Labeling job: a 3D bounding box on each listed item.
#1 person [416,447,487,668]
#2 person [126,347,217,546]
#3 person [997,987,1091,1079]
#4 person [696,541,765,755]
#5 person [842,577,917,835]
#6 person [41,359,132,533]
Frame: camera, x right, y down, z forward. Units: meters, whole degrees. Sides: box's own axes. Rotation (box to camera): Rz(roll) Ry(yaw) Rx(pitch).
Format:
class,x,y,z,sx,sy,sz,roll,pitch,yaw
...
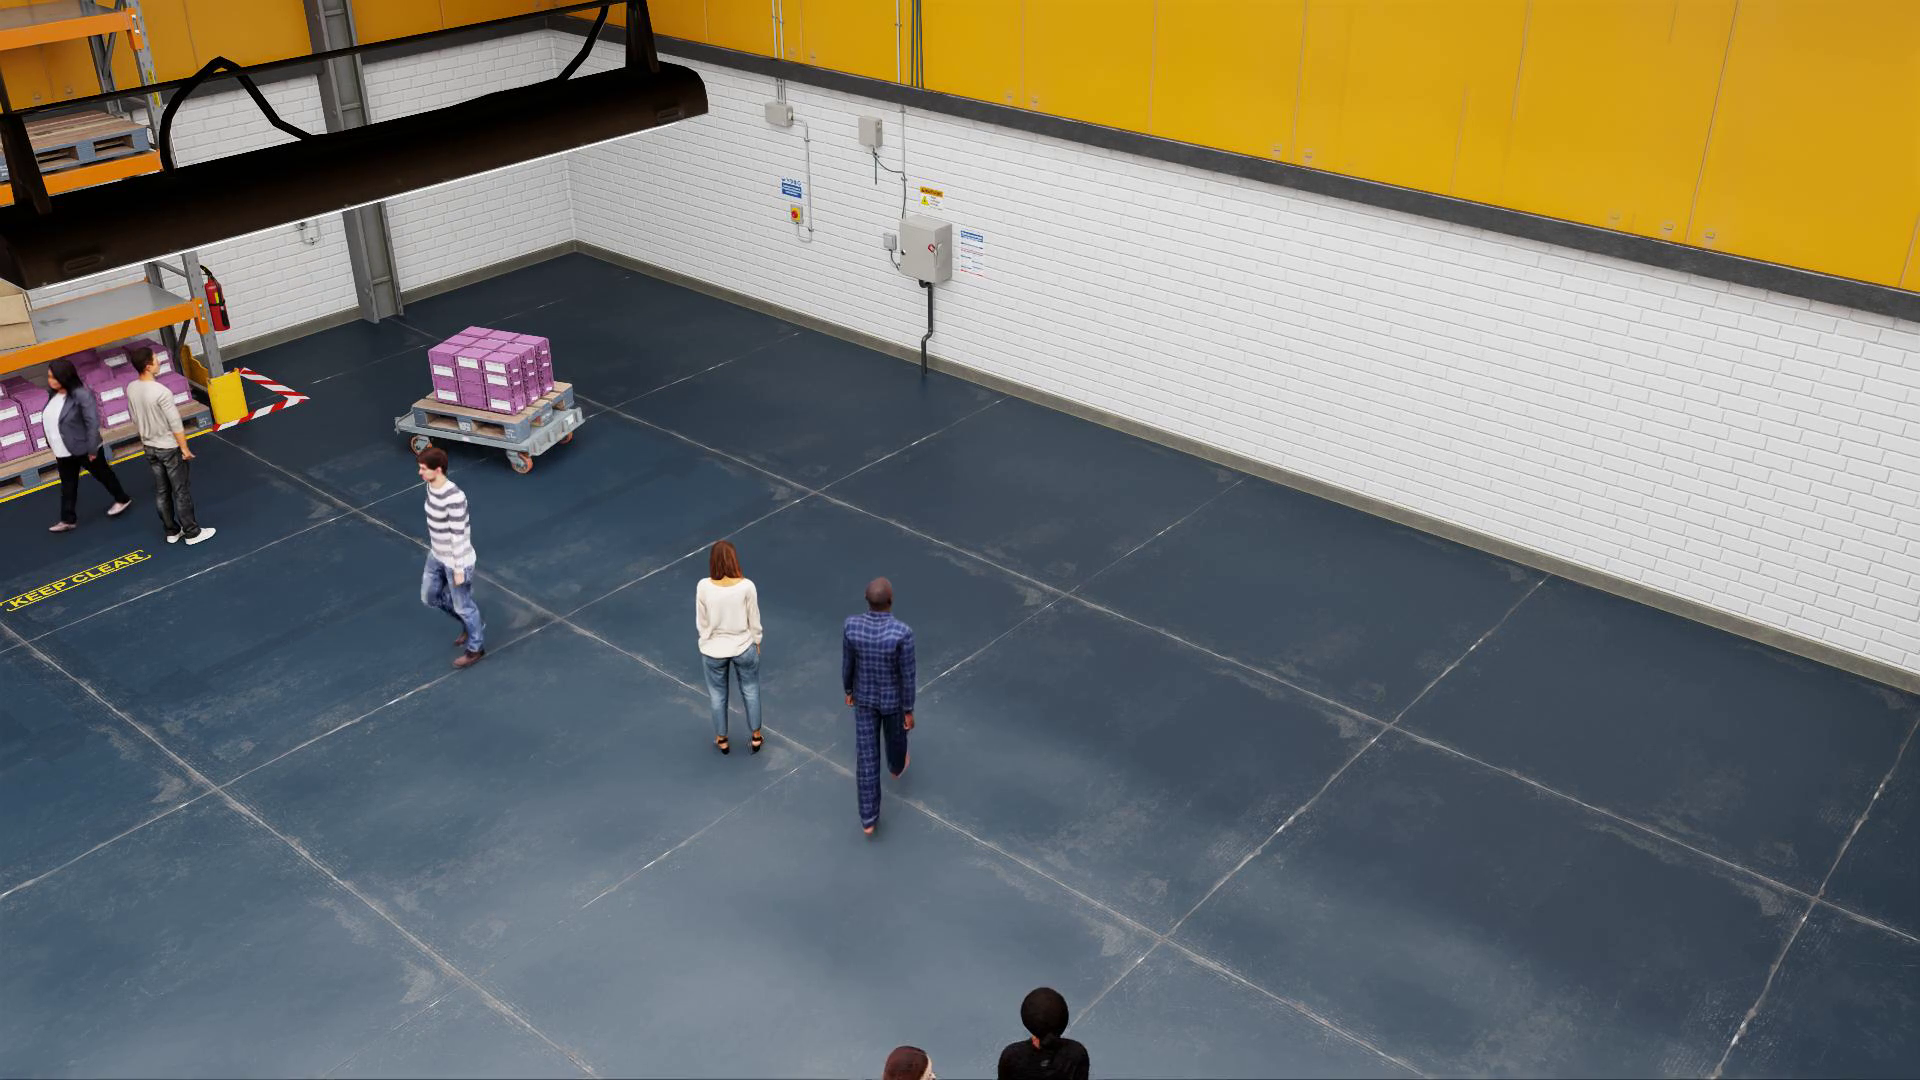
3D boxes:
class,x,y,z,sx,sy,sz,roll,pitch,yaw
person,-3.815,0.105,12.765,0.672,1.840,0.700,25,37,38
person,-6.937,-0.810,14.476,0.714,1.809,0.671,10,30,18
person,0.404,2.855,7.918,0.945,1.653,0.996,-3,29,-6
person,-1.627,0.769,11.720,0.699,1.676,0.754,0,29,0
person,-0.561,1.115,10.991,1.049,1.765,1.266,6,29,10
person,-7.797,-0.867,14.844,0.897,1.556,1.135,11,30,19
